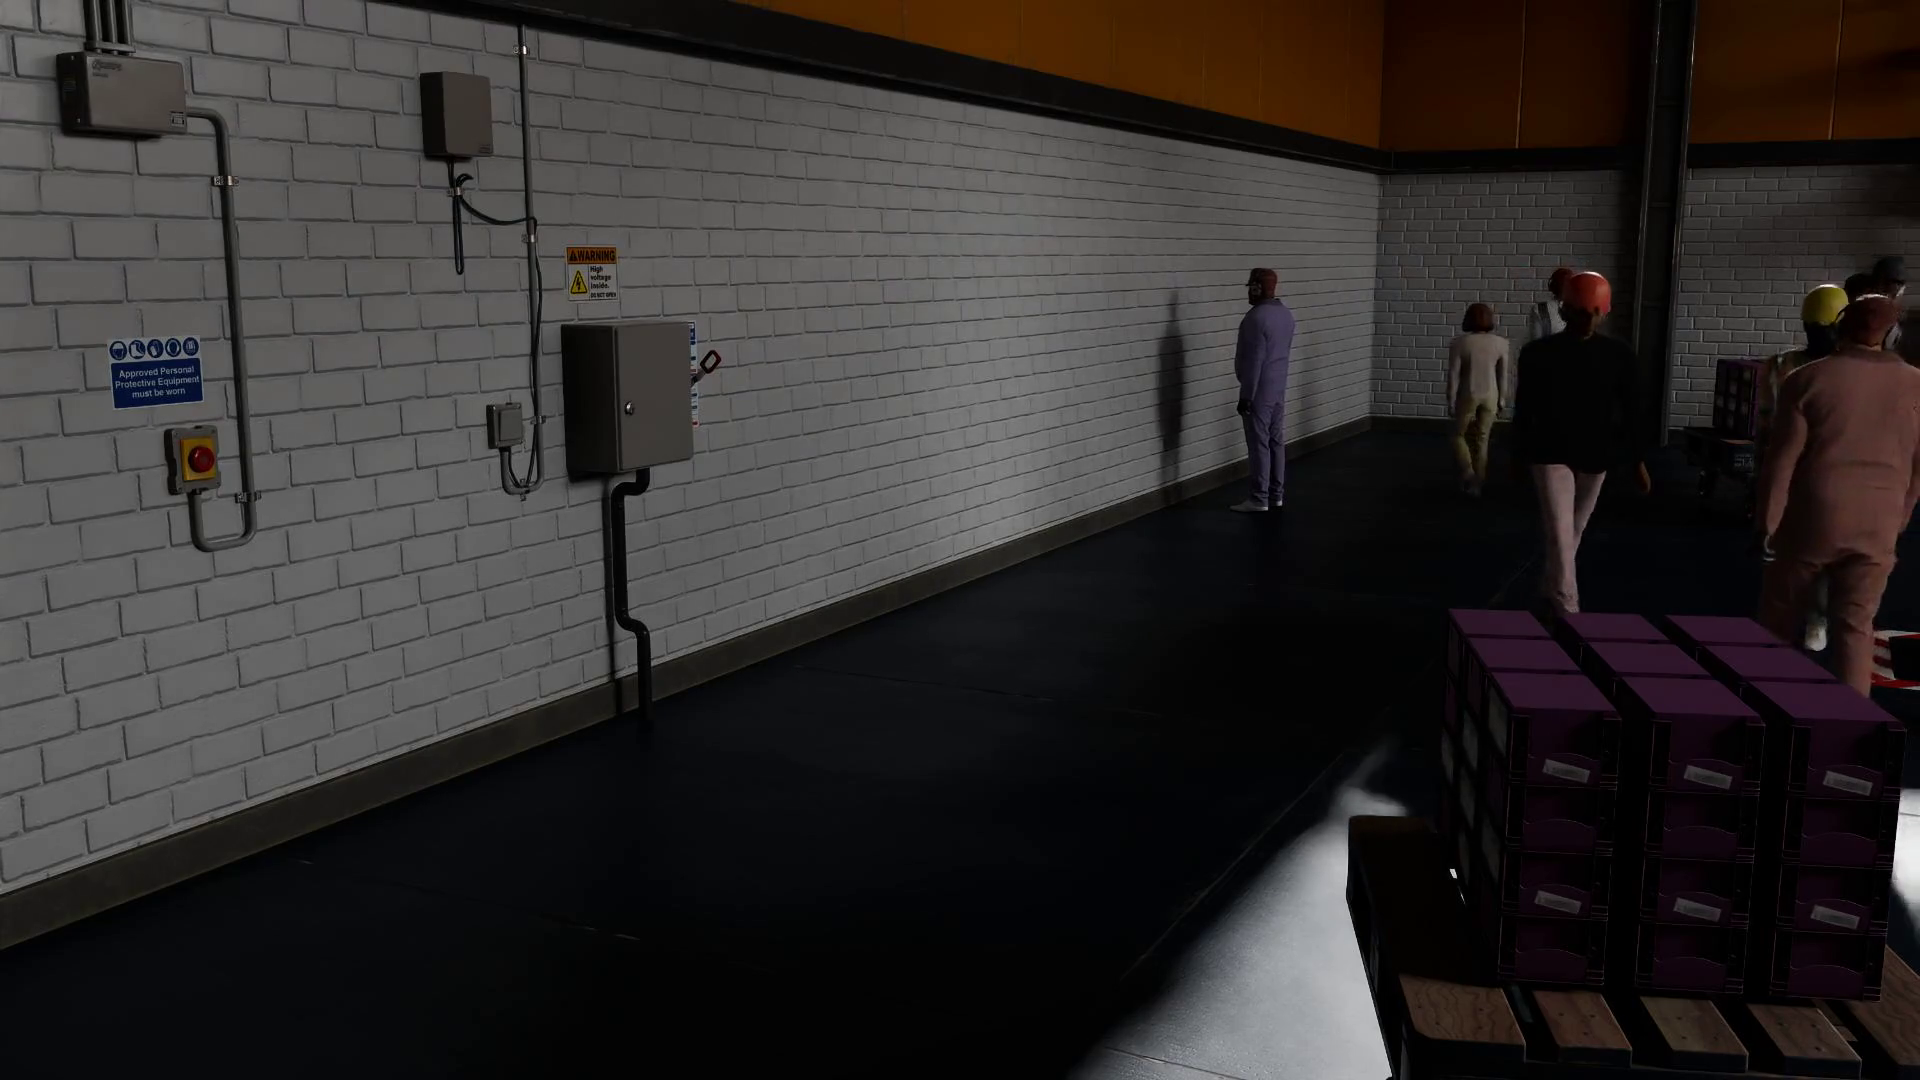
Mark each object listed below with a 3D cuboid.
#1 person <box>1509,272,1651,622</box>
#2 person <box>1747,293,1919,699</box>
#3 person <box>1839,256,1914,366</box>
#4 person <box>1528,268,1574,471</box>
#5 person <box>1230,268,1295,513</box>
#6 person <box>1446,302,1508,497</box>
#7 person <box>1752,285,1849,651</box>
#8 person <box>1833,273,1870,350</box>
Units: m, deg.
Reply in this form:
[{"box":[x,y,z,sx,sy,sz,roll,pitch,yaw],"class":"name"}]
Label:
[{"box":[3.230,-0.429,8.731,0.625,1.930,1.065,1,10,4],"class":"person"},{"box":[3.538,-0.062,6.791,0.711,1.859,0.871,1,10,4],"class":"person"},{"box":[7.571,-1.329,13.572,0.965,2.000,0.695,2,10,12],"class":"person"},{"box":[5.509,-1.555,15.338,0.573,1.883,0.356,1,10,4],"class":"person"},{"box":[2.342,-1.165,13.007,0.403,1.906,0.651,7,12,36],"class":"person"},{"box":[4.263,-1.144,13.724,0.502,1.623,0.405,0,10,3],"class":"person"},{"box":[4.212,-0.315,8.216,0.590,1.875,1.024,6,12,31],"class":"person"},{"box":[7.894,-1.426,14.704,0.429,1.846,0.626,-3,10,-18],"class":"person"}]
